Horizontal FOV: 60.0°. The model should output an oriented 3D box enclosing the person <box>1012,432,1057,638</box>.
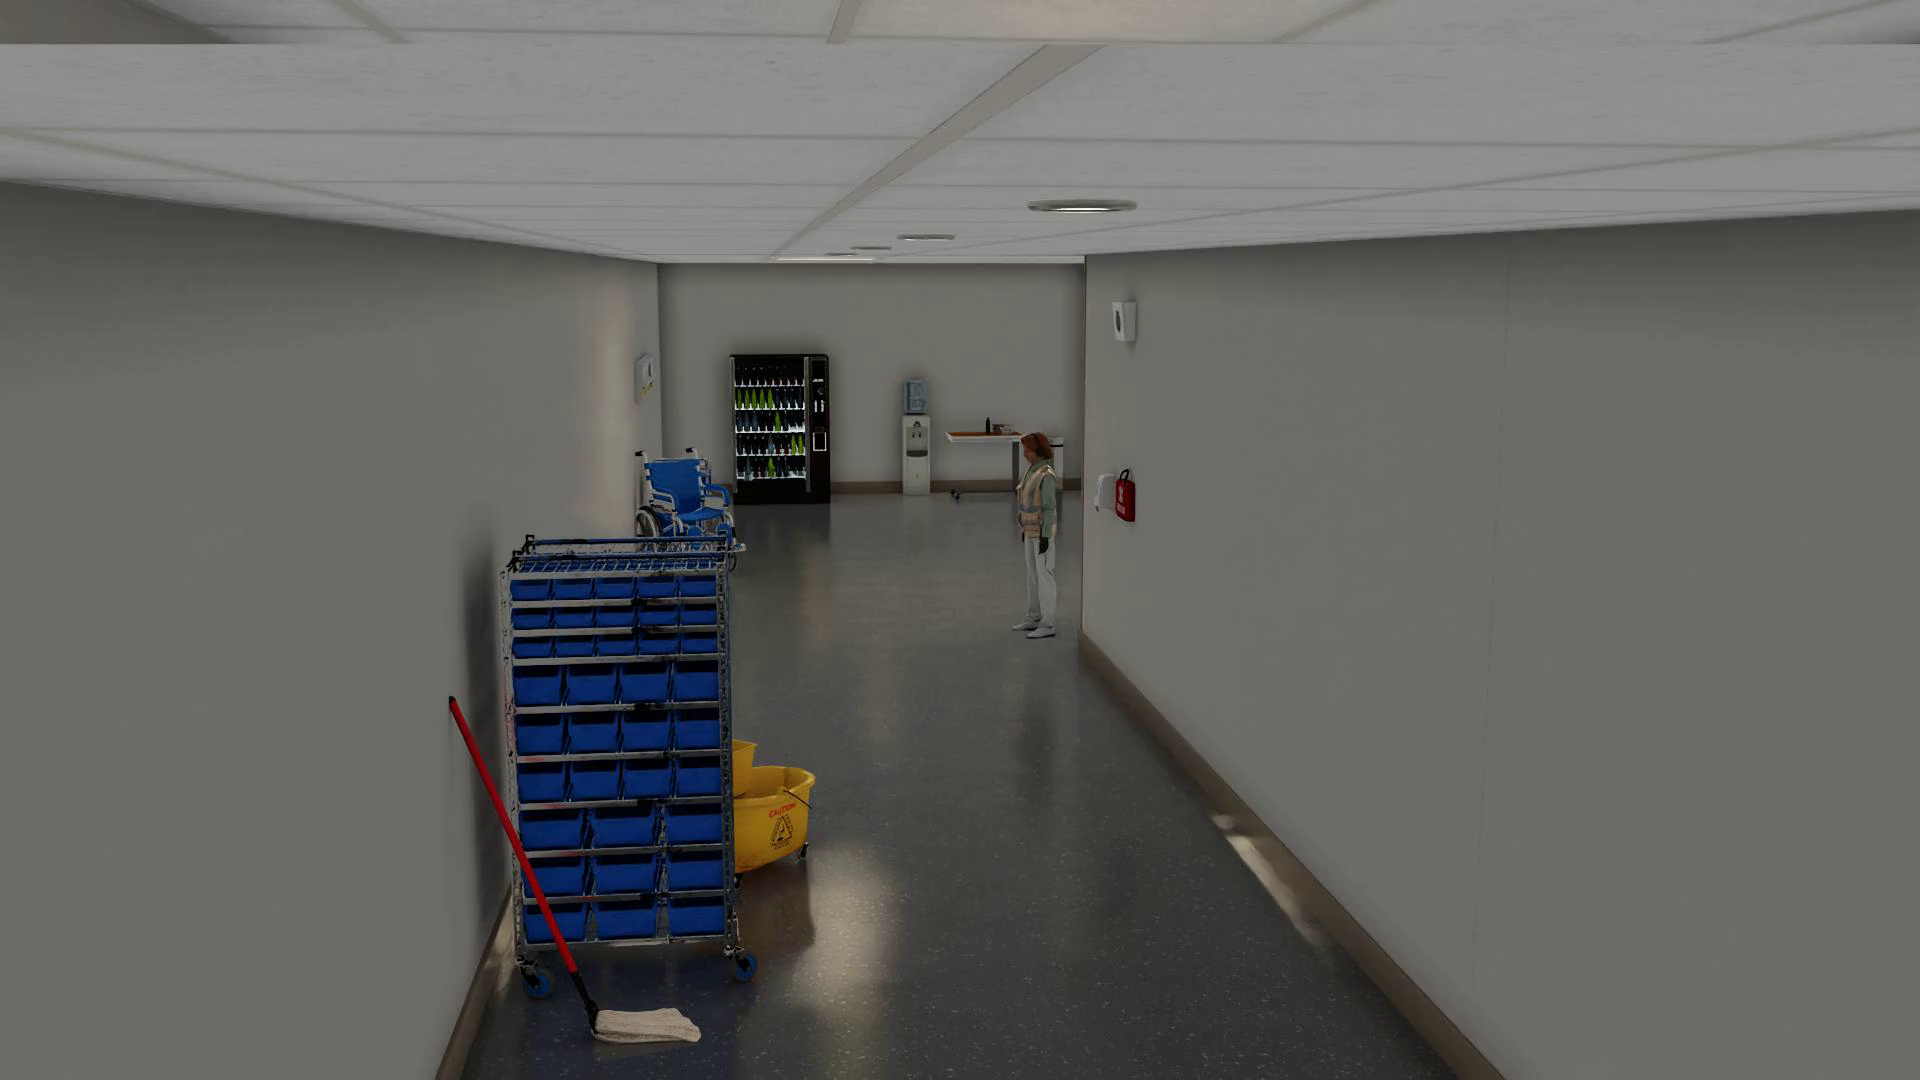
[{"bbox_3d":[0.619,-0.043,13.238,0.309,1.640,0.513,-3,10,-17],"label":"person"}]
